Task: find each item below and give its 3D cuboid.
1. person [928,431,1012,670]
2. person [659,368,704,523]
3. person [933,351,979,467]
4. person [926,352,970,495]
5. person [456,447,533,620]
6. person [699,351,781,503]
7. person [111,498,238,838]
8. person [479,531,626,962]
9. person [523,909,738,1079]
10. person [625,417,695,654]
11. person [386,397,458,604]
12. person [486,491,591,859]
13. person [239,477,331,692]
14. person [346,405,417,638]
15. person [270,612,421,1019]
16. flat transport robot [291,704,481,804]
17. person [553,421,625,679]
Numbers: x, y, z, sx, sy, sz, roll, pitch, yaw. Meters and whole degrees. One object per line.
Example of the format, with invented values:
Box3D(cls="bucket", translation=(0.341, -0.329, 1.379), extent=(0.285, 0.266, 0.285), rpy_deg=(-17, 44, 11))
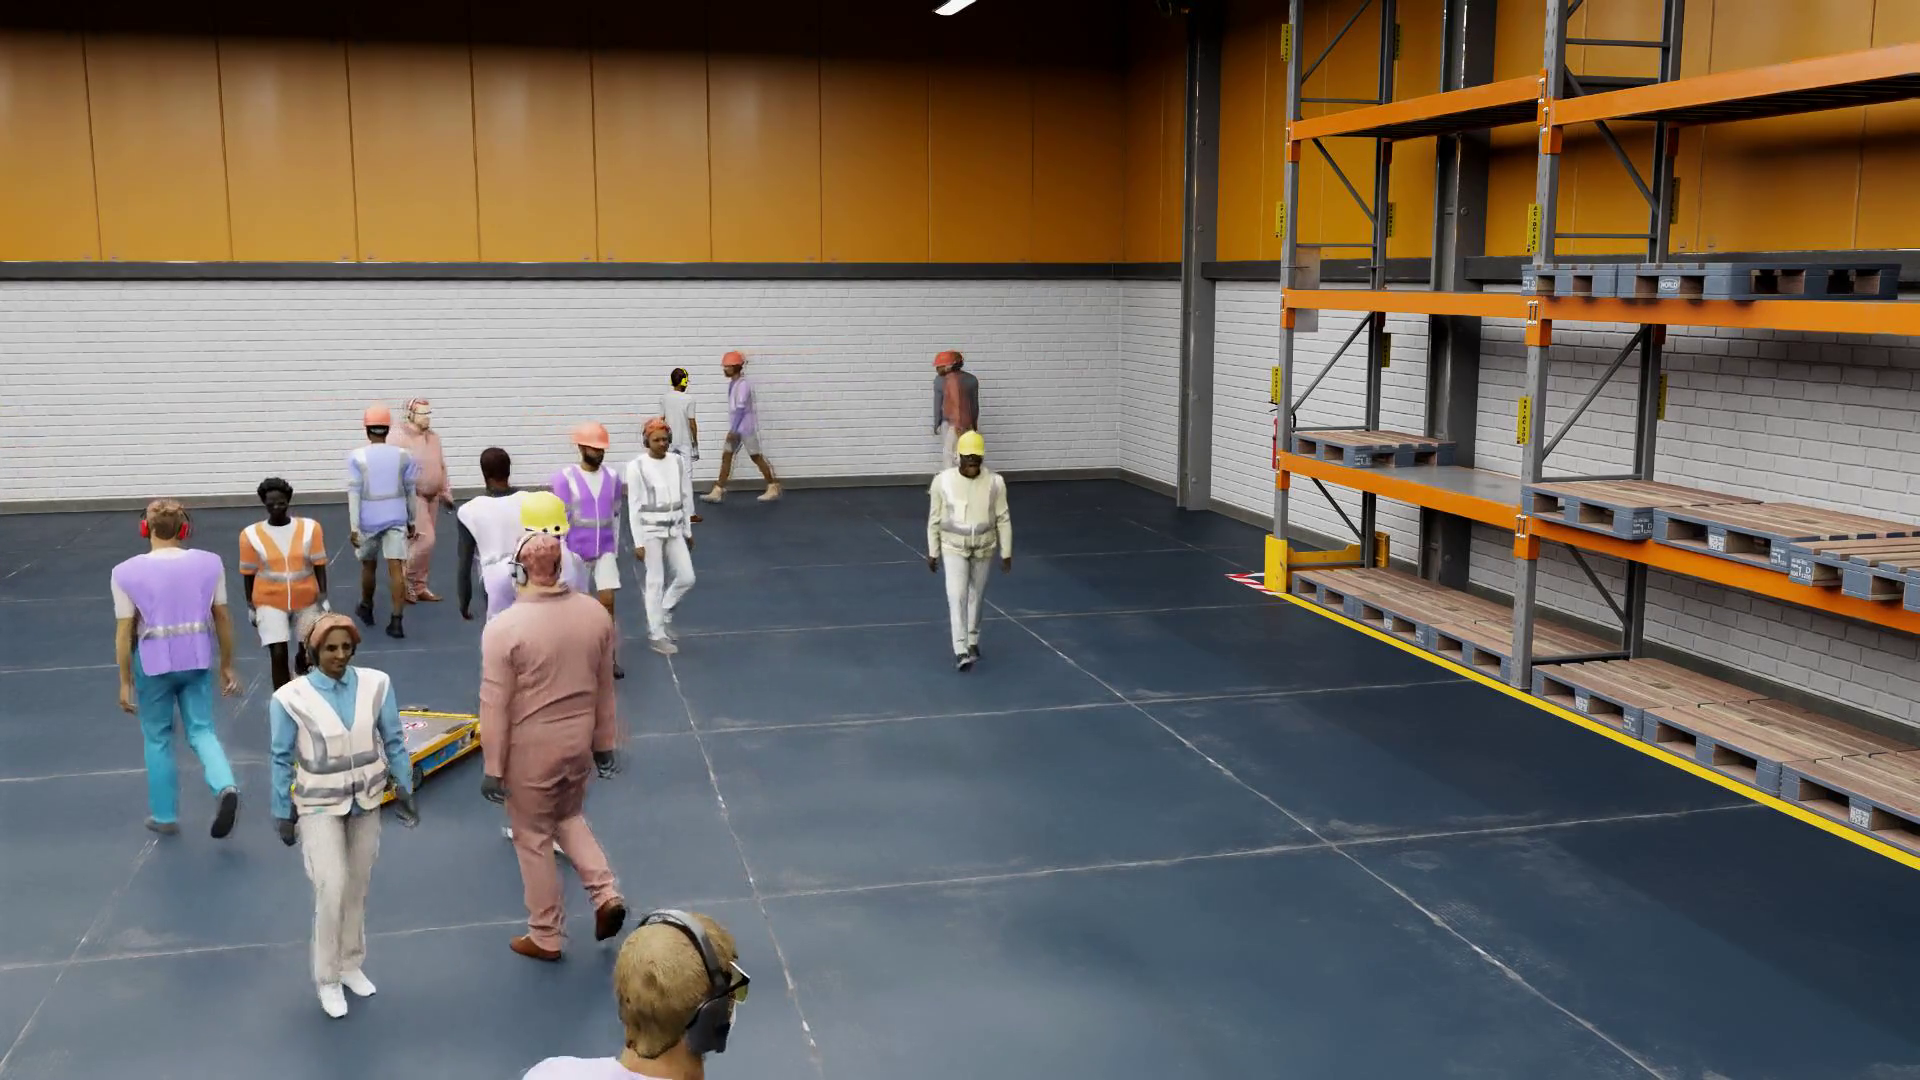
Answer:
Box3D(cls="person", translation=(0.093, 0.084, 12.560), extent=(0.623, 1.790, 0.893), rpy_deg=(-2, 9, -10))
Box3D(cls="person", translation=(-3.353, -1.124, 19.892), extent=(0.520, 1.865, 0.335), rpy_deg=(3, 10, 20))
Box3D(cls="person", translation=(-0.057, -1.598, 22.615), extent=(0.635, 1.936, 0.355), rpy_deg=(-2, 9, -13))
Box3D(cls="person", translation=(-0.080, -1.550, 22.346), extent=(0.722, 1.945, 0.622), rpy_deg=(0, 9, -1))
Box3D(cls="person", translation=(-2.971, 0.325, 10.847), extent=(0.610, 1.858, 1.018), rpy_deg=(-6, 11, -32))
Box3D(cls="person", translation=(-2.853, -1.462, 21.658), extent=(1.092, 1.989, 0.611), rpy_deg=(-5, 10, -29))
Box3D(cls="person", translation=(-4.086, 0.695, 8.712), extent=(0.718, 1.818, 0.586), rpy_deg=(9, 13, 44))
Box3D(cls="person", translation=(-1.770, 0.902, 7.168), extent=(0.475, 1.893, 0.646), rpy_deg=(6, 11, 35))
Box3D(cls="person", translation=(-0.543, 1.573, 2.948), extent=(0.628, 1.904, 0.991), rpy_deg=(4, 10, 24))
Box3D(cls="person", translation=(-2.345, -0.035, 13.086), extent=(0.415, 1.874, 0.614), rpy_deg=(8, 12, 41))
Box3D(cls="person", translation=(-4.849, -0.352, 15.020), extent=(0.457, 1.886, 0.640), rpy_deg=(3, 9, 16))
Box3D(cls="person", translation=(-2.062, 0.687, 8.495), extent=(0.801, 1.885, 0.577), rpy_deg=(5, 10, 26))
Box3D(cls="person", translation=(-4.468, 0.394, 10.984), extent=(0.540, 1.675, 0.656), rpy_deg=(-5, 11, -30))
Box3D(cls="person", translation=(-4.830, -0.176, 13.873), extent=(0.573, 1.887, 0.965), rpy_deg=(-5, 11, -31))
Box3D(cls="person", translation=(-2.470, 1.101, 6.743), extent=(0.528, 1.621, 0.527), rpy_deg=(8, 12, 42))
Box3D(cls="flat transport robot", translation=(-3.384, 1.261, 9.956), extent=(0.652, 0.197, 1.431), rpy_deg=(2, 9, 11))
Box3D(cls="person", translation=(-2.808, 0.050, 12.440), extent=(0.558, 1.913, 0.893), rpy_deg=(-7, 11, -35))
